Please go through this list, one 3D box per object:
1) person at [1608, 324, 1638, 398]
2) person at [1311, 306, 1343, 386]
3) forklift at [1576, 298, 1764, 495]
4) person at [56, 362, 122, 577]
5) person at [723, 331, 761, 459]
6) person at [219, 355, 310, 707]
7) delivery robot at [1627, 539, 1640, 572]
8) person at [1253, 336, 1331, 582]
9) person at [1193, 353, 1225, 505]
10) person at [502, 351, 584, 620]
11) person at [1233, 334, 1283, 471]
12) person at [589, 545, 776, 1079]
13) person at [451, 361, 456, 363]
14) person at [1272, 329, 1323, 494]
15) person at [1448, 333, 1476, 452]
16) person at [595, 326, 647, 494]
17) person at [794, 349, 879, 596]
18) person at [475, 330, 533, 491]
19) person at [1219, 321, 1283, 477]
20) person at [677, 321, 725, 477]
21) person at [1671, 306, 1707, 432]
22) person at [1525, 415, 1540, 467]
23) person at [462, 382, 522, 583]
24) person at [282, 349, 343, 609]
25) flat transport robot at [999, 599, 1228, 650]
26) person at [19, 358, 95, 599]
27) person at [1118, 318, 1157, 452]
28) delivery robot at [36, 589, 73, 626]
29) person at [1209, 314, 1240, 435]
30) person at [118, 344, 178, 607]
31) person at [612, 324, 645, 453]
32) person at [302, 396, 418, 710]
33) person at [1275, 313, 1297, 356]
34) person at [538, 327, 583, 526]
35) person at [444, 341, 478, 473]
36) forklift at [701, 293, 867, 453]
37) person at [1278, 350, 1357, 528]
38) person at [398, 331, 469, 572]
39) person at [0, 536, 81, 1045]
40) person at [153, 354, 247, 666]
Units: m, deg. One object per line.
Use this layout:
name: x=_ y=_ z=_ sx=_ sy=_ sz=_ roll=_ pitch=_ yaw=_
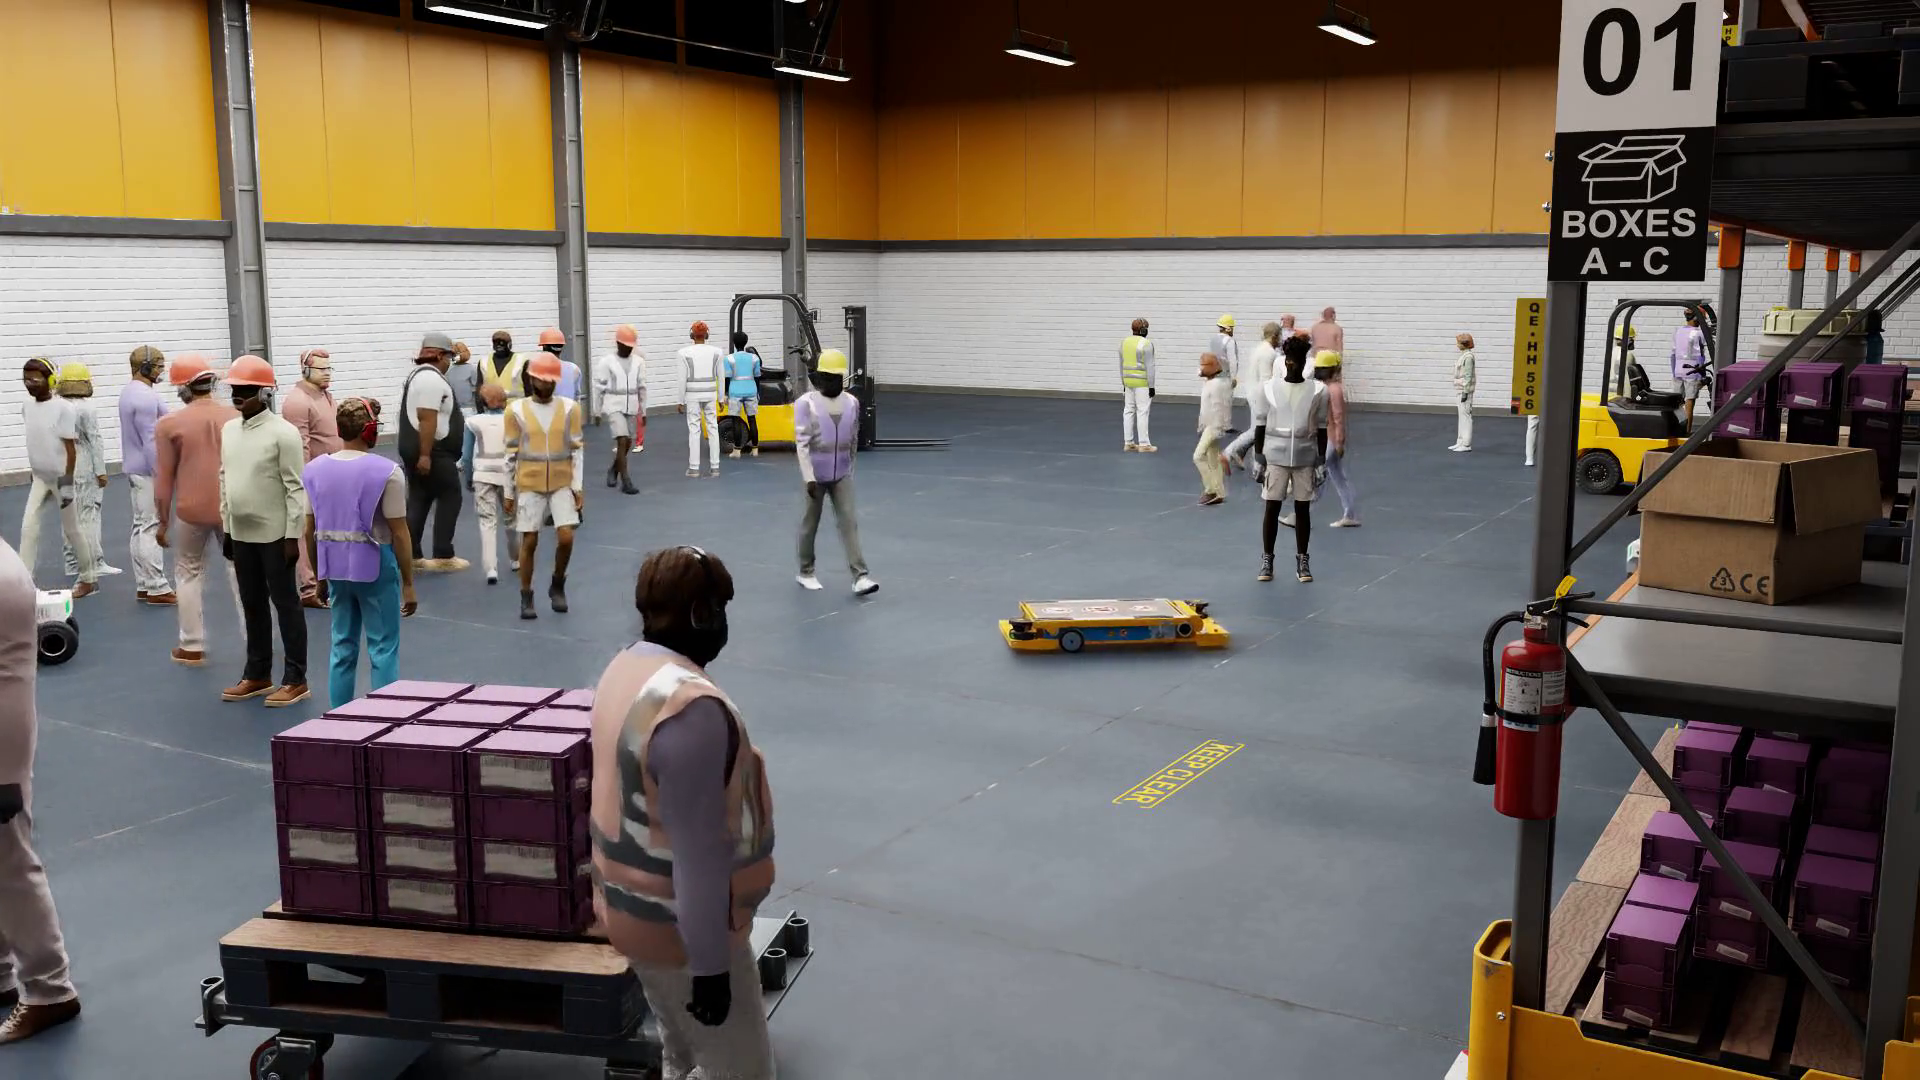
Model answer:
person: x=8.291 y=-1.791 z=20.832 sx=0.404 sy=1.837 sz=0.594 roll=-1 pitch=9 yaw=-5
person: x=6.392 y=-3.115 z=28.938 sx=0.536 sy=1.889 sz=0.646 roll=-9 pitch=12 yaw=-43
forklift: x=7.954 y=-1.589 z=18.462 sx=2.313 sy=2.155 sz=1.214 roll=5 pitch=11 yaw=30
person: x=-7.126 y=-0.572 z=13.517 sx=0.493 sy=1.742 sz=0.302 roll=4 pitch=10 yaw=21
person: x=-2.899 y=-1.927 z=22.109 sx=0.540 sy=1.697 sz=0.317 roll=-5 pitch=11 yaw=-30
person: x=-3.982 y=-0.052 z=9.478 sx=0.613 sy=1.997 sz=0.374 roll=4 pitch=10 yaw=25
delivery robot: x=5.371 y=0.091 z=12.757 sx=0.477 sy=0.478 sz=0.707 roll=6 pitch=10 yaw=34
person: x=2.640 y=-0.645 z=13.278 sx=0.605 sy=1.966 sz=0.367 roll=1 pitch=9 yaw=7
person: x=2.601 y=-1.157 z=17.545 sx=0.477 sy=1.612 sz=0.537 roll=0 pitch=9 yaw=-3
person: x=-2.948 y=-0.382 z=11.787 sx=0.566 sy=1.913 sz=0.453 roll=-4 pitch=10 yaw=-22
person: x=3.754 y=-1.757 z=20.726 sx=0.876 sy=1.818 sz=0.517 roll=-3 pitch=10 yaw=-19
person: x=-0.699 y=0.922 z=3.987 sx=0.520 sy=1.810 sz=0.657 roll=-4 pitch=10 yaw=-23
person: x=-6.677 y=-1.785 z=21.427 sx=0.507 sy=1.634 sz=0.280 roll=3 pitch=9 yaw=16
person: x=3.692 y=-1.384 z=18.257 sx=0.578 sy=1.853 sz=0.845 roll=3 pitch=10 yaw=19
person: x=6.965 y=-2.036 z=22.978 sx=0.309 sy=1.640 sz=0.513 roll=1 pitch=9 yaw=7
person: x=-3.850 y=-1.484 z=18.799 sx=0.569 sy=1.889 sz=0.899 roll=-7 pitch=11 yaw=-36
person: x=-0.987 y=-0.507 z=12.685 sx=0.604 sy=1.879 sz=0.964 roll=-6 pitch=11 yaw=-32
person: x=-5.110 y=-1.435 z=18.657 sx=0.631 sy=1.842 sz=0.429 roll=1 pitch=9 yaw=5
person: x=3.466 y=-1.666 z=19.878 sx=0.755 sy=1.899 sz=0.660 roll=1 pitch=9 yaw=3
person: x=-3.131 y=-1.701 z=20.127 sx=0.584 sy=1.882 sz=0.347 roll=-4 pitch=10 yaw=-24
person: x=10.439 y=-2.363 z=23.795 sx=0.405 sy=2.034 sz=0.609 roll=-2 pitch=9 yaw=-15
person: x=7.415 y=-1.882 z=21.140 sx=0.586 sy=1.921 sz=0.383 roll=5 pitch=10 yaw=26
person: x=-3.732 y=-0.473 z=13.393 sx=0.535 sy=1.597 sz=0.876 roll=-3 pitch=9 yaw=-15
person: x=-4.716 y=-0.456 z=12.293 sx=0.403 sy=1.904 sz=0.651 roll=0 pitch=9 yaw=-1
flat transport robot: x=1.007 y=0.552 z=11.080 sx=1.431 sy=0.197 sz=0.652 roll=-1 pitch=9 yaw=-6
person: x=-6.786 y=-0.413 z=12.268 sx=0.537 sy=1.822 sz=0.914 roll=2 pitch=9 yaw=15
person: x=2.475 y=-2.134 z=22.961 sx=0.429 sy=1.845 sz=0.621 roll=-7 pitch=12 yaw=-38
delivery robot: x=-5.992 y=0.460 z=10.480 sx=0.707 sy=0.478 sz=0.477 roll=-5 pitch=10 yaw=-27
person: x=4.049 y=-2.519 z=25.392 sx=0.403 sy=1.833 sz=0.590 roll=-5 pitch=10 yaw=-27
person: x=-5.985 y=-0.473 z=12.300 sx=0.372 sy=1.937 sz=0.627 roll=-7 pitch=11 yaw=-37
person: x=-4.566 y=-2.085 z=22.880 sx=0.522 sy=1.772 sz=0.305 roll=4 pitch=10 yaw=24
person: x=-3.004 y=0.207 z=8.341 sx=0.571 sy=1.840 sz=0.373 roll=2 pitch=9 yaw=15
person: x=4.795 y=-2.362 z=24.279 sx=0.683 sy=1.876 sz=0.506 roll=-6 pitch=11 yaw=-31
person: x=-3.949 y=-1.106 z=16.250 sx=0.375 sy=1.935 sz=0.551 roll=6 pitch=11 yaw=34
person: x=-6.081 y=-1.603 z=20.286 sx=0.500 sy=1.635 sz=0.287 roll=2 pitch=9 yaw=14
forklift: x=-2.458 y=-2.344 z=23.176 sx=2.313 sy=2.155 sz=1.214 roll=0 pitch=9 yaw=-2
person: x=3.444 y=-0.949 z=15.960 sx=0.906 sy=1.718 sz=0.540 roll=-1 pitch=9 yaw=-4
person: x=-4.382 y=-0.753 z=13.722 sx=0.634 sy=2.000 sz=0.717 roll=-6 pitch=11 yaw=-31
person: x=-3.174 y=0.664 z=5.317 sx=0.652 sy=1.910 sz=0.404 roll=9 pitch=13 yaw=43
person: x=-4.674 y=-0.169 z=10.370 sx=0.648 sy=1.960 sz=0.637 roll=-8 pitch=12 yaw=-42
